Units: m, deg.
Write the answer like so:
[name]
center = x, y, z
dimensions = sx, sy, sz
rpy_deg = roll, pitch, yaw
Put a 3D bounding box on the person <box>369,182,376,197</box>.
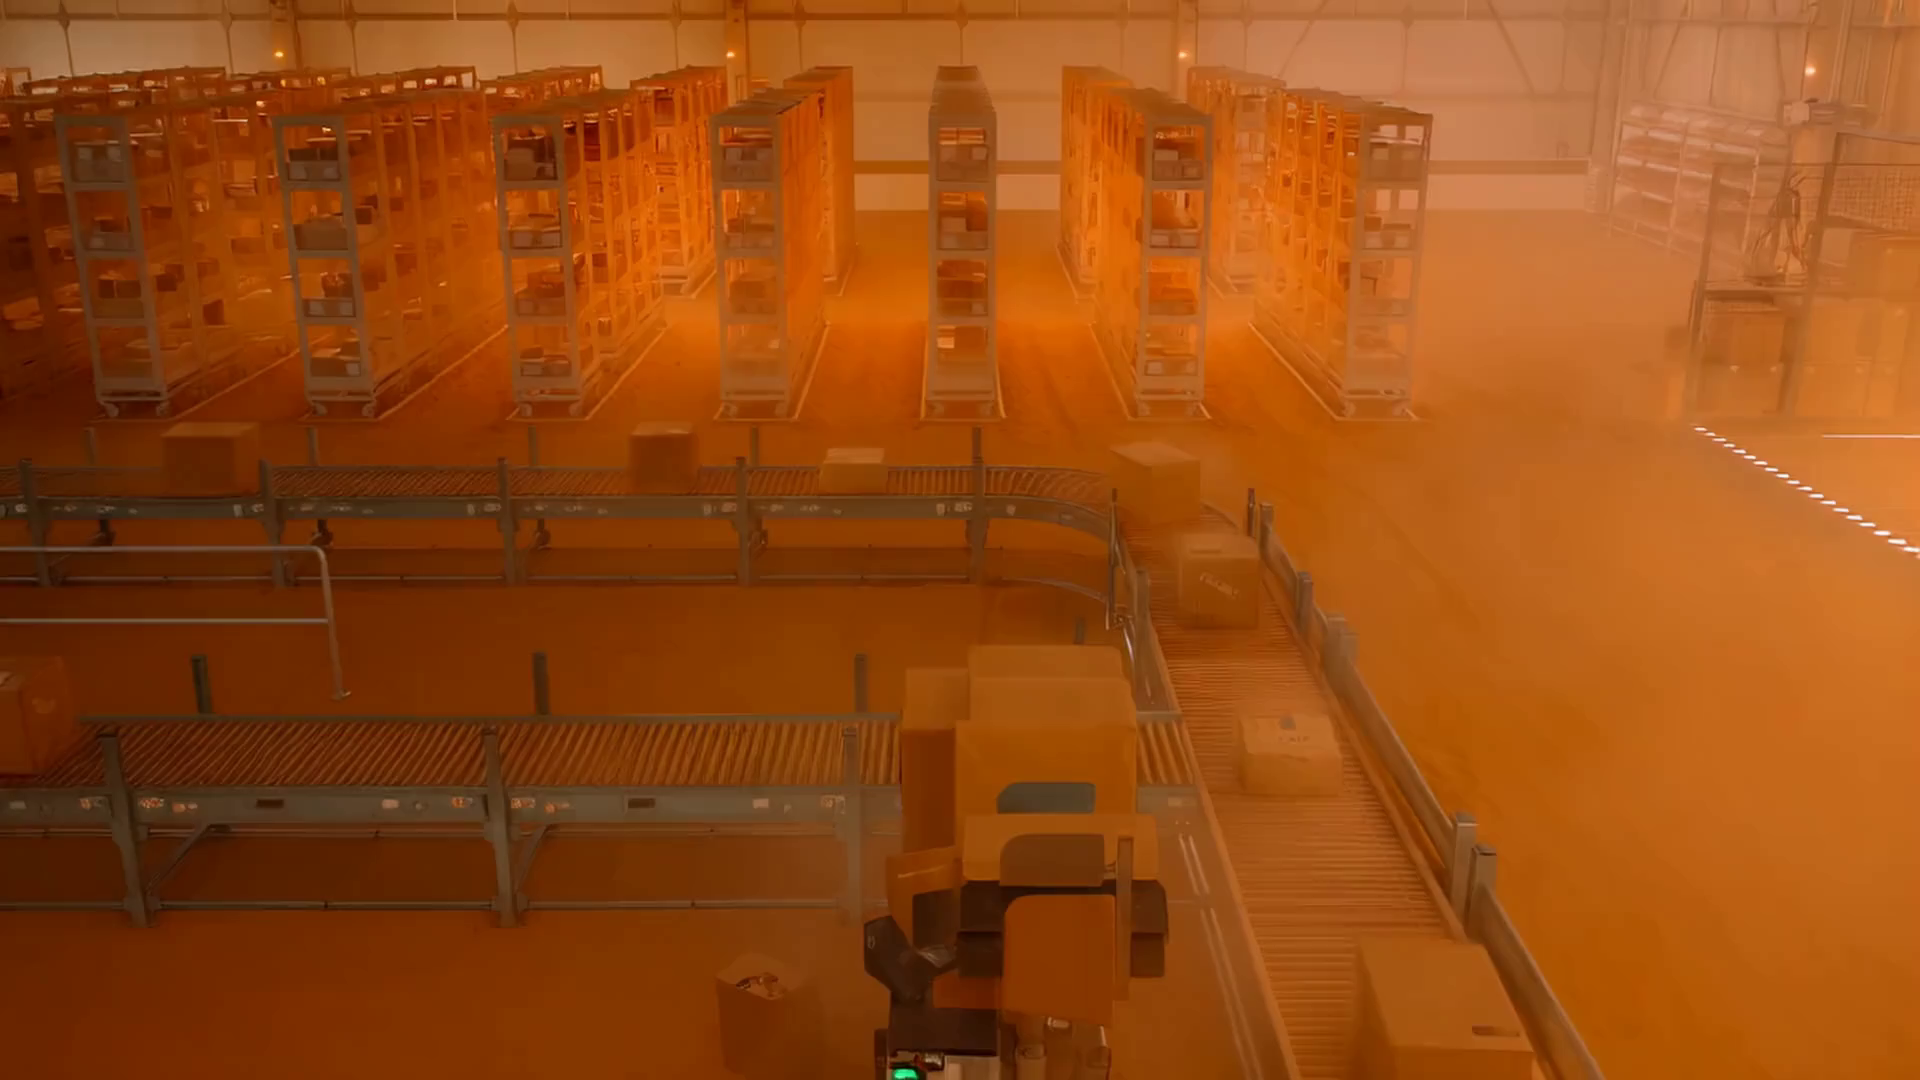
[person]
center = -12.751, -7.584, 36.012
dimensions = 0.390, 1.846, 0.565
rpy_deg = 15, 24, 39
